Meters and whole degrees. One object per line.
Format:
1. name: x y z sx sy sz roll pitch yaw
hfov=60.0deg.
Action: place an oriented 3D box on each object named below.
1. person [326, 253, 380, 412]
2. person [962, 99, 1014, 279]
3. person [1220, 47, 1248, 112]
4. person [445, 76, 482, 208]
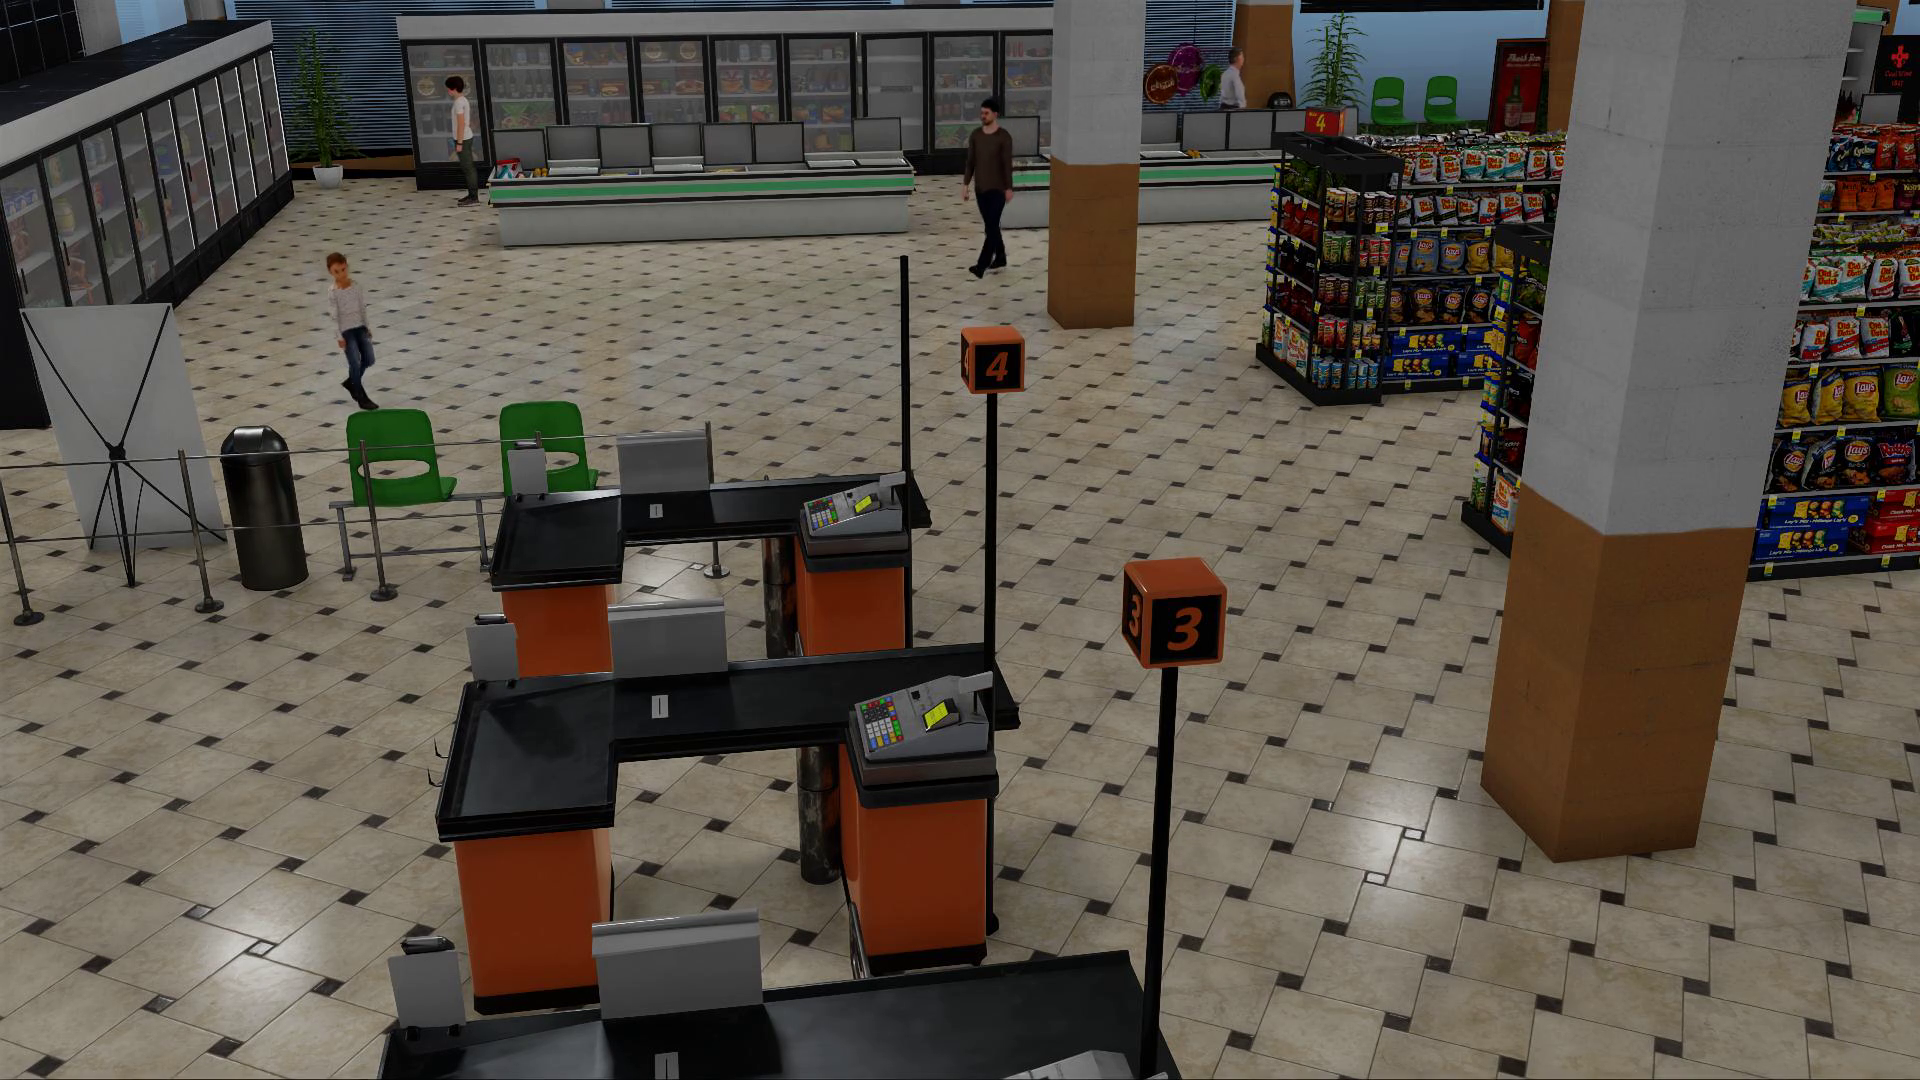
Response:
1. person: -4.922 -1.669 13.339 0.720 1.304 0.659 14 26 30
2. person: 0.375 -3.744 17.795 1.161 1.832 1.193 13 25 30
3. person: 3.739 -5.980 23.441 1.153 1.772 0.656 -3 22 -8
4. person: -6.455 -5.193 21.637 0.518 1.656 0.568 -3 22 -9
